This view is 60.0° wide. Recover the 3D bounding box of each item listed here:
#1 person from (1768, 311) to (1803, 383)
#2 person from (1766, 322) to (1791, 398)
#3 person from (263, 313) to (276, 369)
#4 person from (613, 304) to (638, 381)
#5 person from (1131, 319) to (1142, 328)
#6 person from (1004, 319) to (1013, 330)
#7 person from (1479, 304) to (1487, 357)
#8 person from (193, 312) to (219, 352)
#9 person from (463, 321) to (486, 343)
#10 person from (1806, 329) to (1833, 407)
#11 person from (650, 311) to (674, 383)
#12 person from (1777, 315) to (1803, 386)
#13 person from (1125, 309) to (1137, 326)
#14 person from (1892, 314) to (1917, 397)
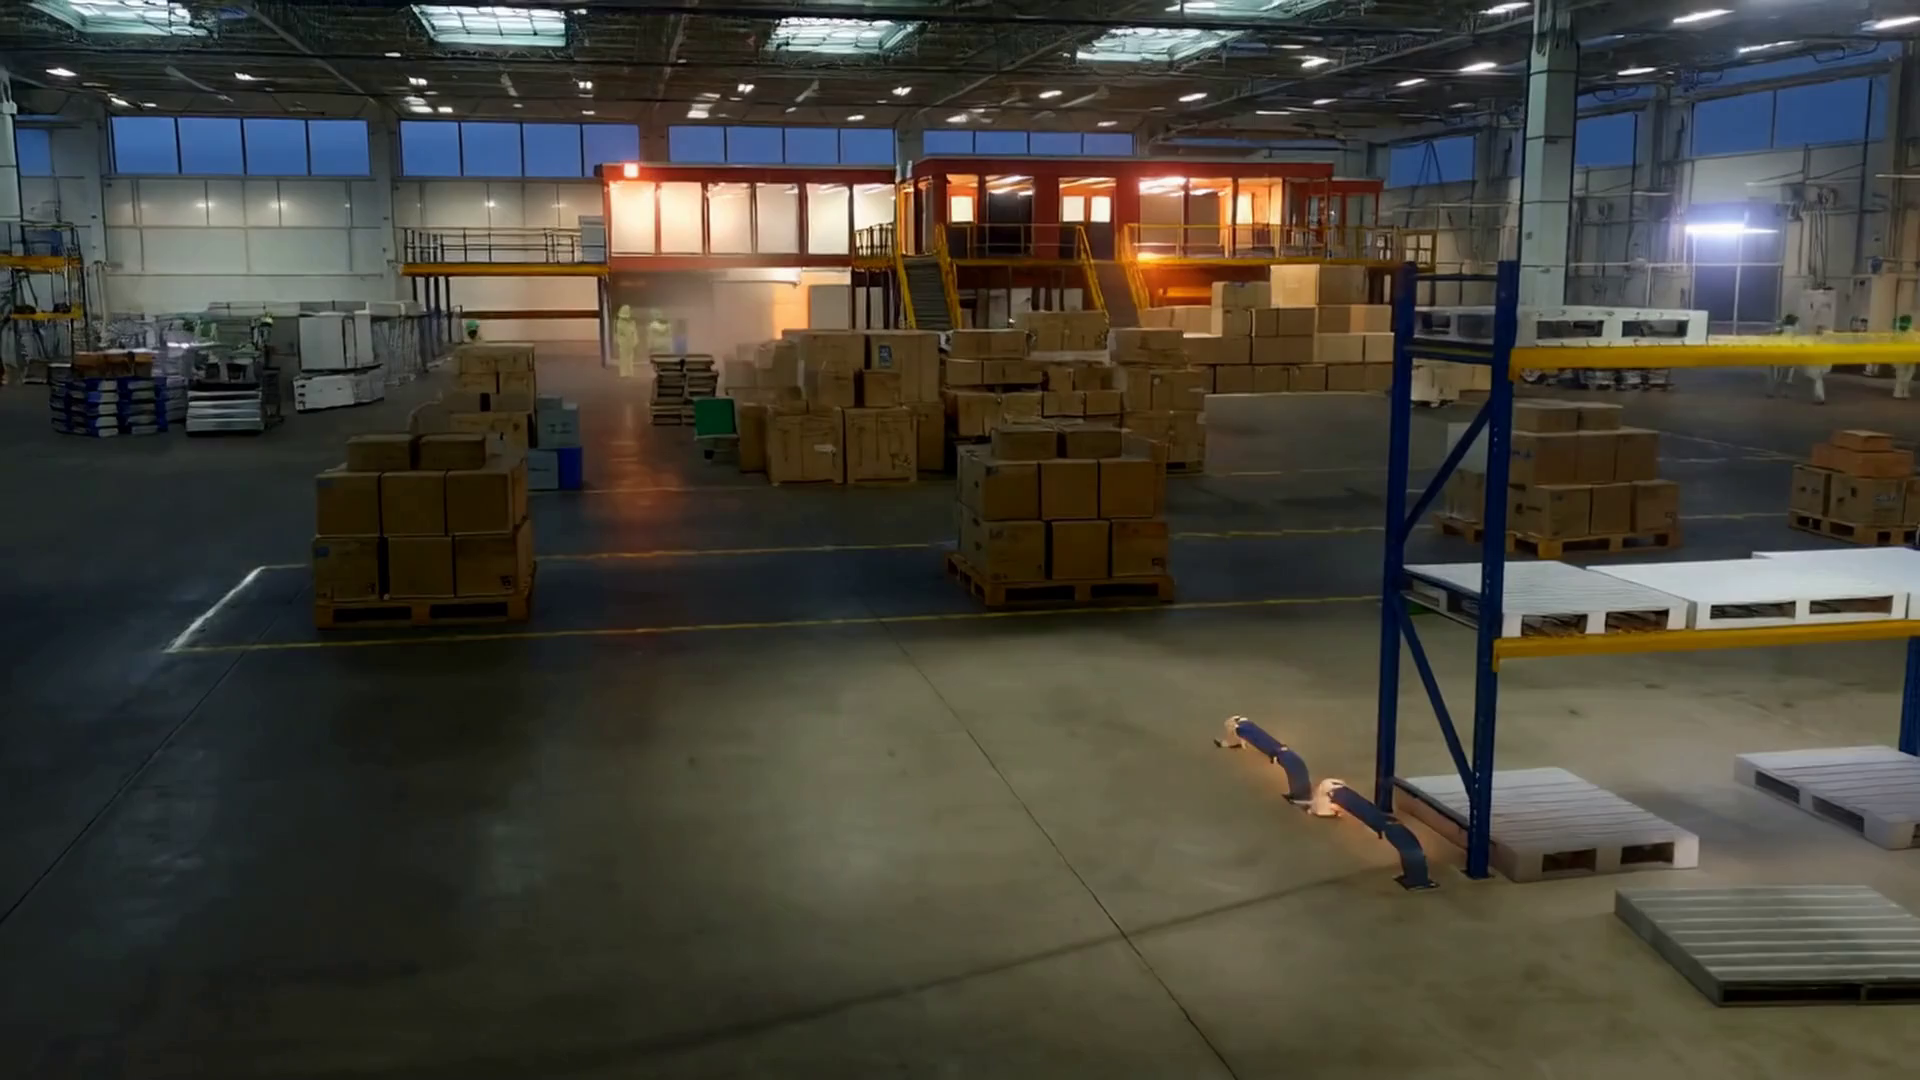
[{"bbox_3d":[21.520,-5.026,43.325,0.756,1.875,0.655,8,12,40],"label":"person"},{"bbox_3d":[18.768,-4.119,38.135,0.548,1.751,0.399,8,12,39],"label":"person"},{"bbox_3d":[-19.052,-5.400,45.957,0.341,1.756,0.519,-8,12,-40],"label":"person"},{"bbox_3d":[-8.844,-5.246,44.154,0.538,2.000,0.688,-9,13,-42],"label":"person"},{"bbox_3d":[3.864,-3.919,36.585,0.528,1.869,0.313,0,9,-2],"label":"person"},{"bbox_3d":[0.991,-3.244,32.020,0.652,2.020,0.507,8,12,42],"label":"person"},{"bbox_3d":[14.326,-5.470,45.656,0.377,1.995,0.608,0,9,-3],"label":"person"},{"bbox_3d":[-19.703,-5.028,43.495,0.580,1.836,1.004,-2,10,-13],"label":"person"},{"bbox_3d":[-9.851,-3.506,33.943,0.548,1.916,0.796,4,10,22],"label":"person"},{"bbox_3d":[18.418,-3.687,35.753,0.787,1.661,0.553,-3,10,-19],"label":"person"},{"bbox_3d":[-7.825,-5.079,43.693,0.597,1.872,1.021,-2,10,-12],"label":"person"},{"bbox_3d":[20.950,-4.785,42.099,0.634,1.792,0.958,8,12,40],"label":"person"},{"bbox_3d":[4.558,-5.028,43.141,0.391,1.938,0.631,-9,13,-44],"label":"person"},{"bbox_3d":[21.804,-4.245,38.408,0.573,1.914,0.581,1,9,4],"label":"person"}]
